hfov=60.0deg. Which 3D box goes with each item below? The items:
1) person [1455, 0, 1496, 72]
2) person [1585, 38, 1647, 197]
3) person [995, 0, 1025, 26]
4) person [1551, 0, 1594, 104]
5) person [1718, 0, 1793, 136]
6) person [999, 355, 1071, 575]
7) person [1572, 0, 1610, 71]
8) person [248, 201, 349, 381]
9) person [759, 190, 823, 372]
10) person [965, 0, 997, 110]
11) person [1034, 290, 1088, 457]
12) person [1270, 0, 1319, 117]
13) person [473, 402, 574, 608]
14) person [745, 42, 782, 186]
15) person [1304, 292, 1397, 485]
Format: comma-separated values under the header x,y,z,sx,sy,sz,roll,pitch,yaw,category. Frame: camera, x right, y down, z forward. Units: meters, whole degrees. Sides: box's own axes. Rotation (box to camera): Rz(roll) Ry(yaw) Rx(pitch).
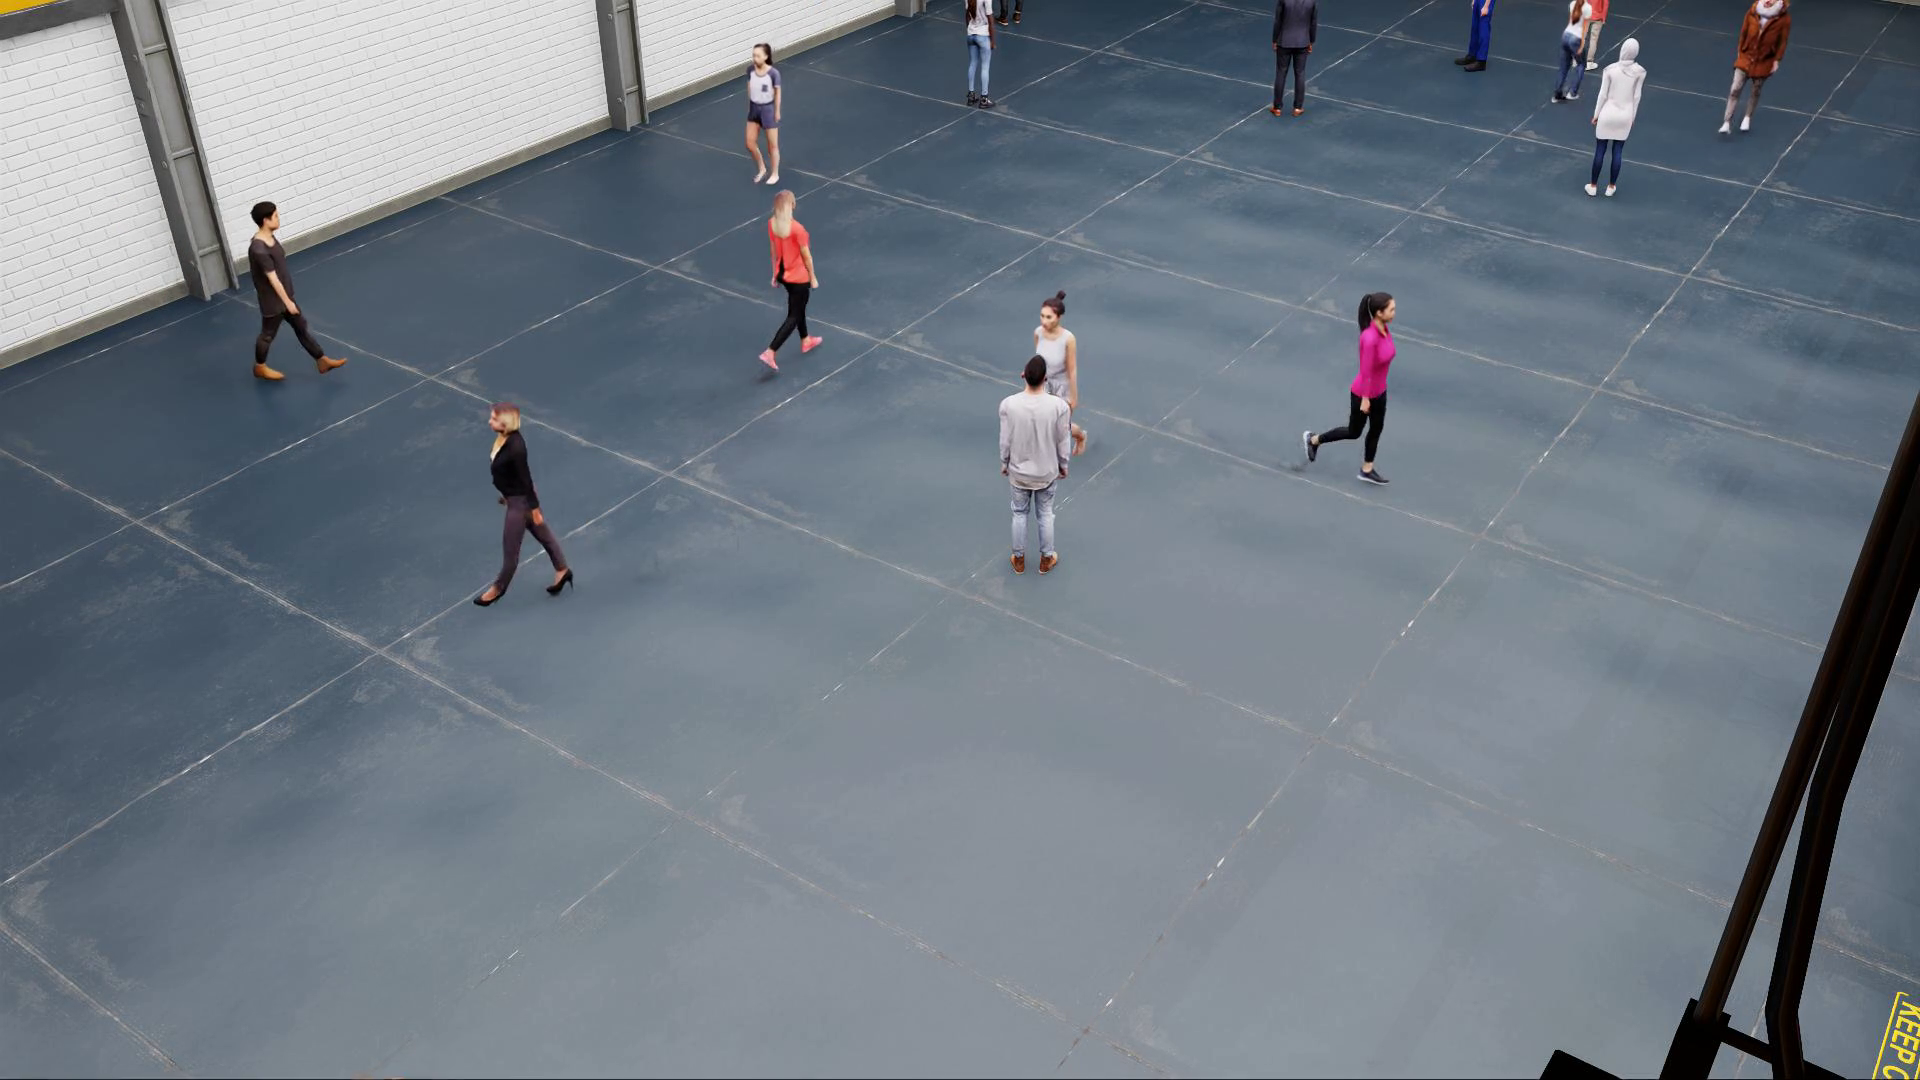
x,y,z,sx,sy,sz,roll,pitch,yaw,category
7.110,-7.321,22.518,0.777,1.851,0.707,-4,34,-5,person
7.373,-4.748,18.716,0.674,1.775,0.646,8,35,12,person
0.732,-8.499,24.275,0.698,1.867,0.808,-12,36,-18,person
7.857,-6.407,21.417,0.744,1.547,0.649,-20,38,-27,person
9.797,-5.892,20.417,0.740,1.798,1.037,18,38,25,person
0.551,-0.554,12.346,0.770,1.841,0.763,3,34,4,person
8.610,-7.135,22.629,0.545,1.418,0.515,29,43,36,person
-6.239,-2.180,14.953,1.090,1.663,1.110,-1,34,-1,person
-1.589,-2.347,15.204,0.716,1.664,1.145,28,43,36,person
0.247,-6.419,21.279,0.608,1.719,0.555,27,42,34,person
0.839,-1.294,13.661,0.633,1.617,0.770,24,40,31,person
4.201,-6.266,20.956,0.785,1.824,0.775,3,34,4,person
-3.093,-0.271,12.100,1.080,1.643,0.929,-13,36,-19,person
-2.207,-4.901,19.070,0.647,1.637,0.622,15,37,21,person
3.223,-1.226,13.504,0.634,1.679,0.888,20,38,27,person
